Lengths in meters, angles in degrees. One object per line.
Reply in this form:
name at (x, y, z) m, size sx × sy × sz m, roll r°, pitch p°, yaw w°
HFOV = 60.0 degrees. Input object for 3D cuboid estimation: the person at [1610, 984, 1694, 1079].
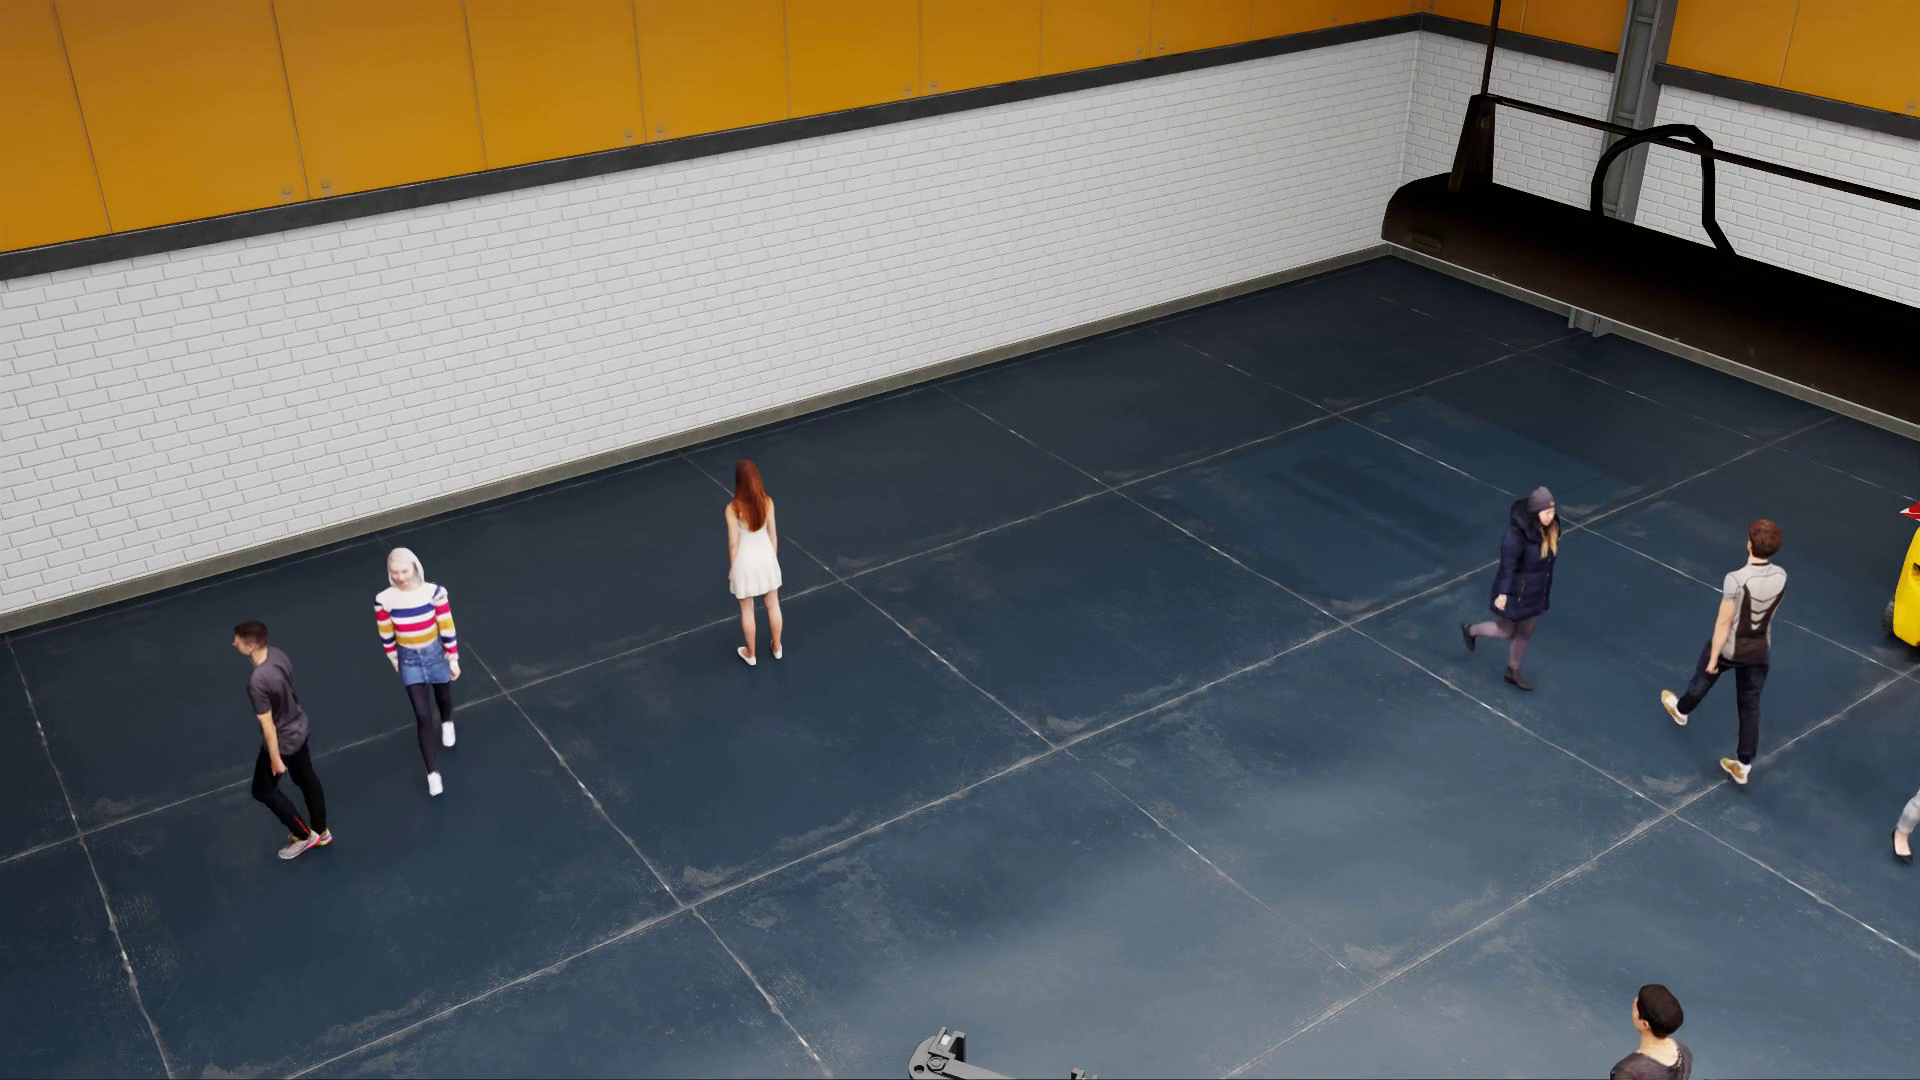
person at (3.218, 2.873, 7.835) m, size 0.639 × 1.675 × 1.006 m, roll -19°, pitch 34°, yaw -31°

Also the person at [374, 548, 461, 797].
person at (-3.698, 0.795, 11.544) m, size 0.871 × 1.771 × 1.198 m, roll -9°, pitch 30°, yaw -16°

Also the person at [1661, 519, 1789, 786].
person at (5.427, 0.815, 11.446) m, size 1.066 × 1.829 × 1.307 m, roll -3°, pitch 29°, yaw -5°

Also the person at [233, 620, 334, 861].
person at (-4.267, 1.270, 10.690) m, size 0.822 × 1.754 × 0.726 m, roll -1°, pitch 29°, yaw -1°

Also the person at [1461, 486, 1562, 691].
person at (4.162, 0.331, 12.507) m, size 0.666 × 1.664 × 0.893 m, roll -19°, pitch 34°, yaw -31°

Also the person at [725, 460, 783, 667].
person at (-1.577, 0.173, 12.753) m, size 0.593 × 1.705 × 0.581 m, roll -12°, pitch 31°, yaw -21°
